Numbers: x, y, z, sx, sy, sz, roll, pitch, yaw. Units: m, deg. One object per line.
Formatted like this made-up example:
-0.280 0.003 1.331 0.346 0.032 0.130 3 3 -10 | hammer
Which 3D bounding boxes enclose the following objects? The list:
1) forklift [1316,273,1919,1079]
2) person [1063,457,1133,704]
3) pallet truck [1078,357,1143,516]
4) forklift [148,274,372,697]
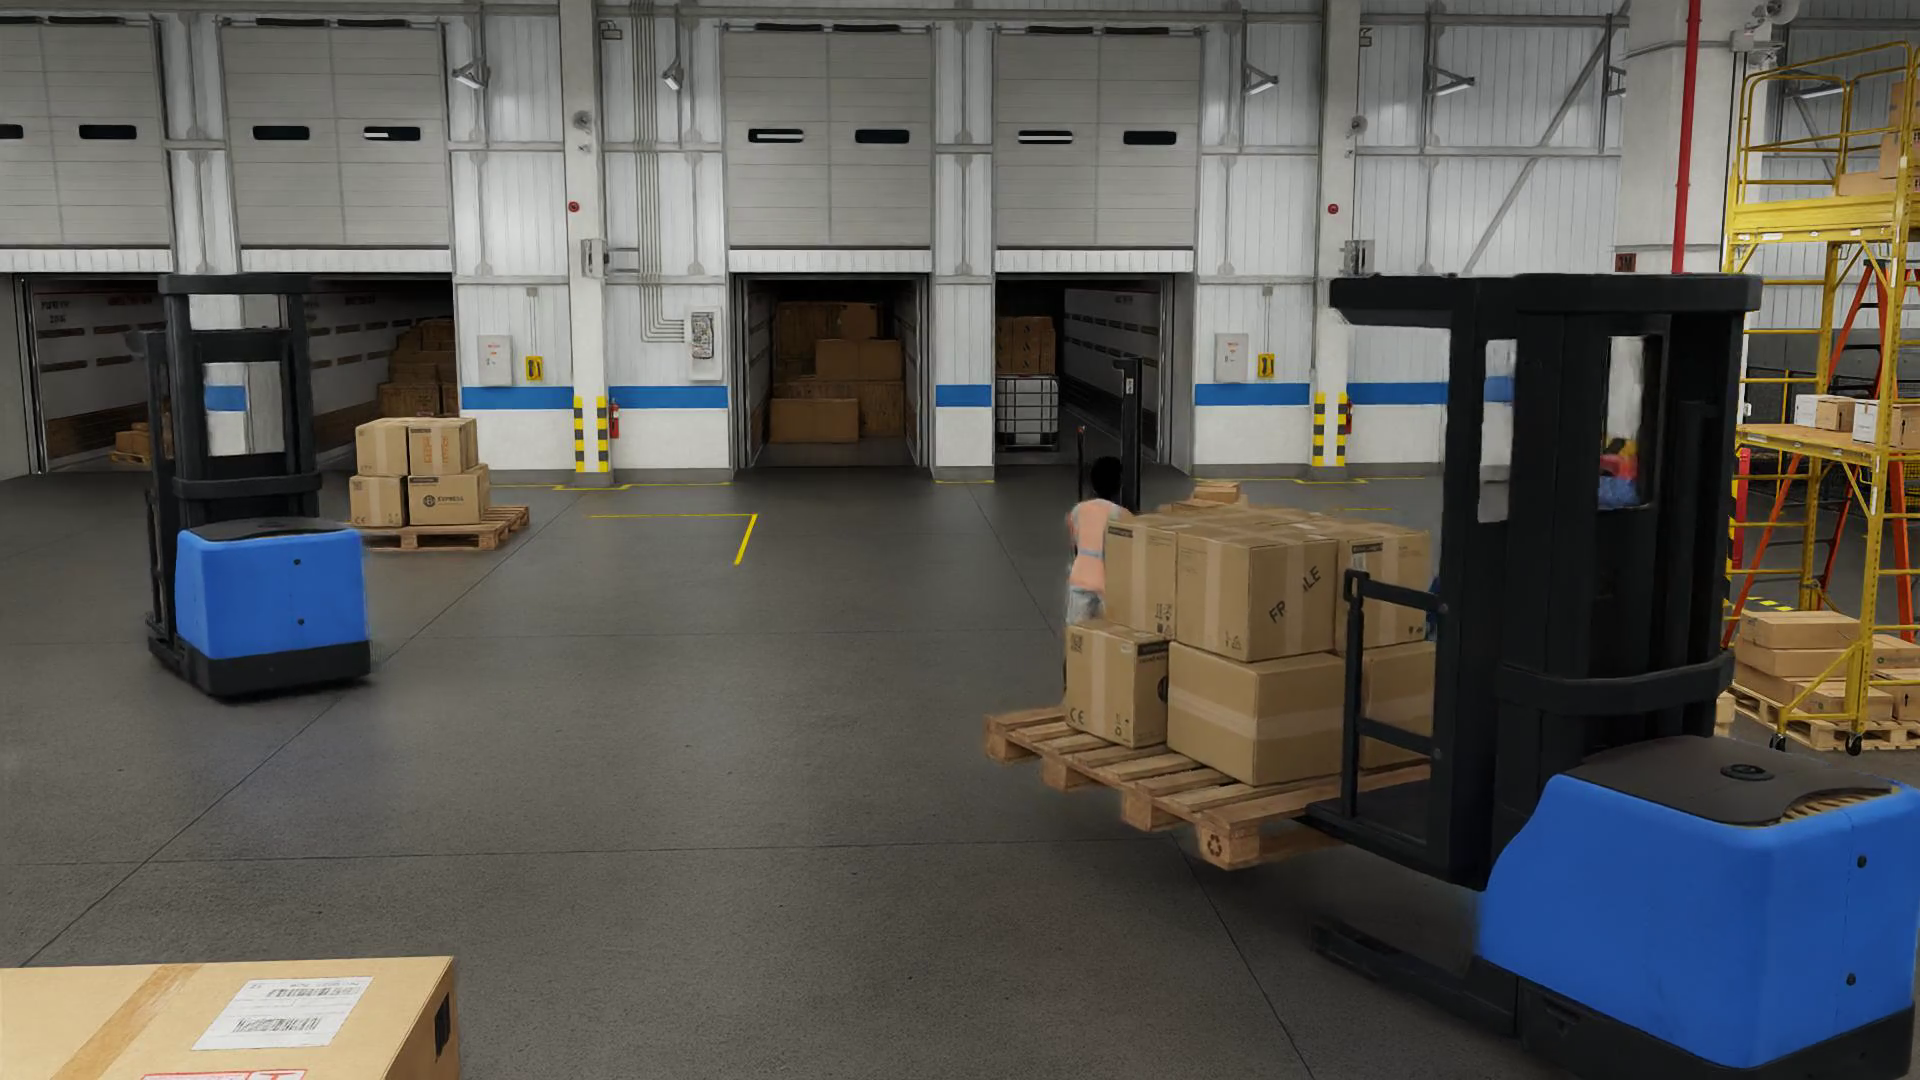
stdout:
2.415 0.423 6.091 1.129 2.768 1.873 -5 10 -30 | forklift
0.969 0.281 10.800 0.855 1.645 0.551 -9 13 -44 | person
2.088 -0.836 16.757 1.885 1.965 0.823 2 9 13 | pallet truck
-5.005 -0.468 11.689 1.129 2.768 1.873 -7 11 -36 | forklift
